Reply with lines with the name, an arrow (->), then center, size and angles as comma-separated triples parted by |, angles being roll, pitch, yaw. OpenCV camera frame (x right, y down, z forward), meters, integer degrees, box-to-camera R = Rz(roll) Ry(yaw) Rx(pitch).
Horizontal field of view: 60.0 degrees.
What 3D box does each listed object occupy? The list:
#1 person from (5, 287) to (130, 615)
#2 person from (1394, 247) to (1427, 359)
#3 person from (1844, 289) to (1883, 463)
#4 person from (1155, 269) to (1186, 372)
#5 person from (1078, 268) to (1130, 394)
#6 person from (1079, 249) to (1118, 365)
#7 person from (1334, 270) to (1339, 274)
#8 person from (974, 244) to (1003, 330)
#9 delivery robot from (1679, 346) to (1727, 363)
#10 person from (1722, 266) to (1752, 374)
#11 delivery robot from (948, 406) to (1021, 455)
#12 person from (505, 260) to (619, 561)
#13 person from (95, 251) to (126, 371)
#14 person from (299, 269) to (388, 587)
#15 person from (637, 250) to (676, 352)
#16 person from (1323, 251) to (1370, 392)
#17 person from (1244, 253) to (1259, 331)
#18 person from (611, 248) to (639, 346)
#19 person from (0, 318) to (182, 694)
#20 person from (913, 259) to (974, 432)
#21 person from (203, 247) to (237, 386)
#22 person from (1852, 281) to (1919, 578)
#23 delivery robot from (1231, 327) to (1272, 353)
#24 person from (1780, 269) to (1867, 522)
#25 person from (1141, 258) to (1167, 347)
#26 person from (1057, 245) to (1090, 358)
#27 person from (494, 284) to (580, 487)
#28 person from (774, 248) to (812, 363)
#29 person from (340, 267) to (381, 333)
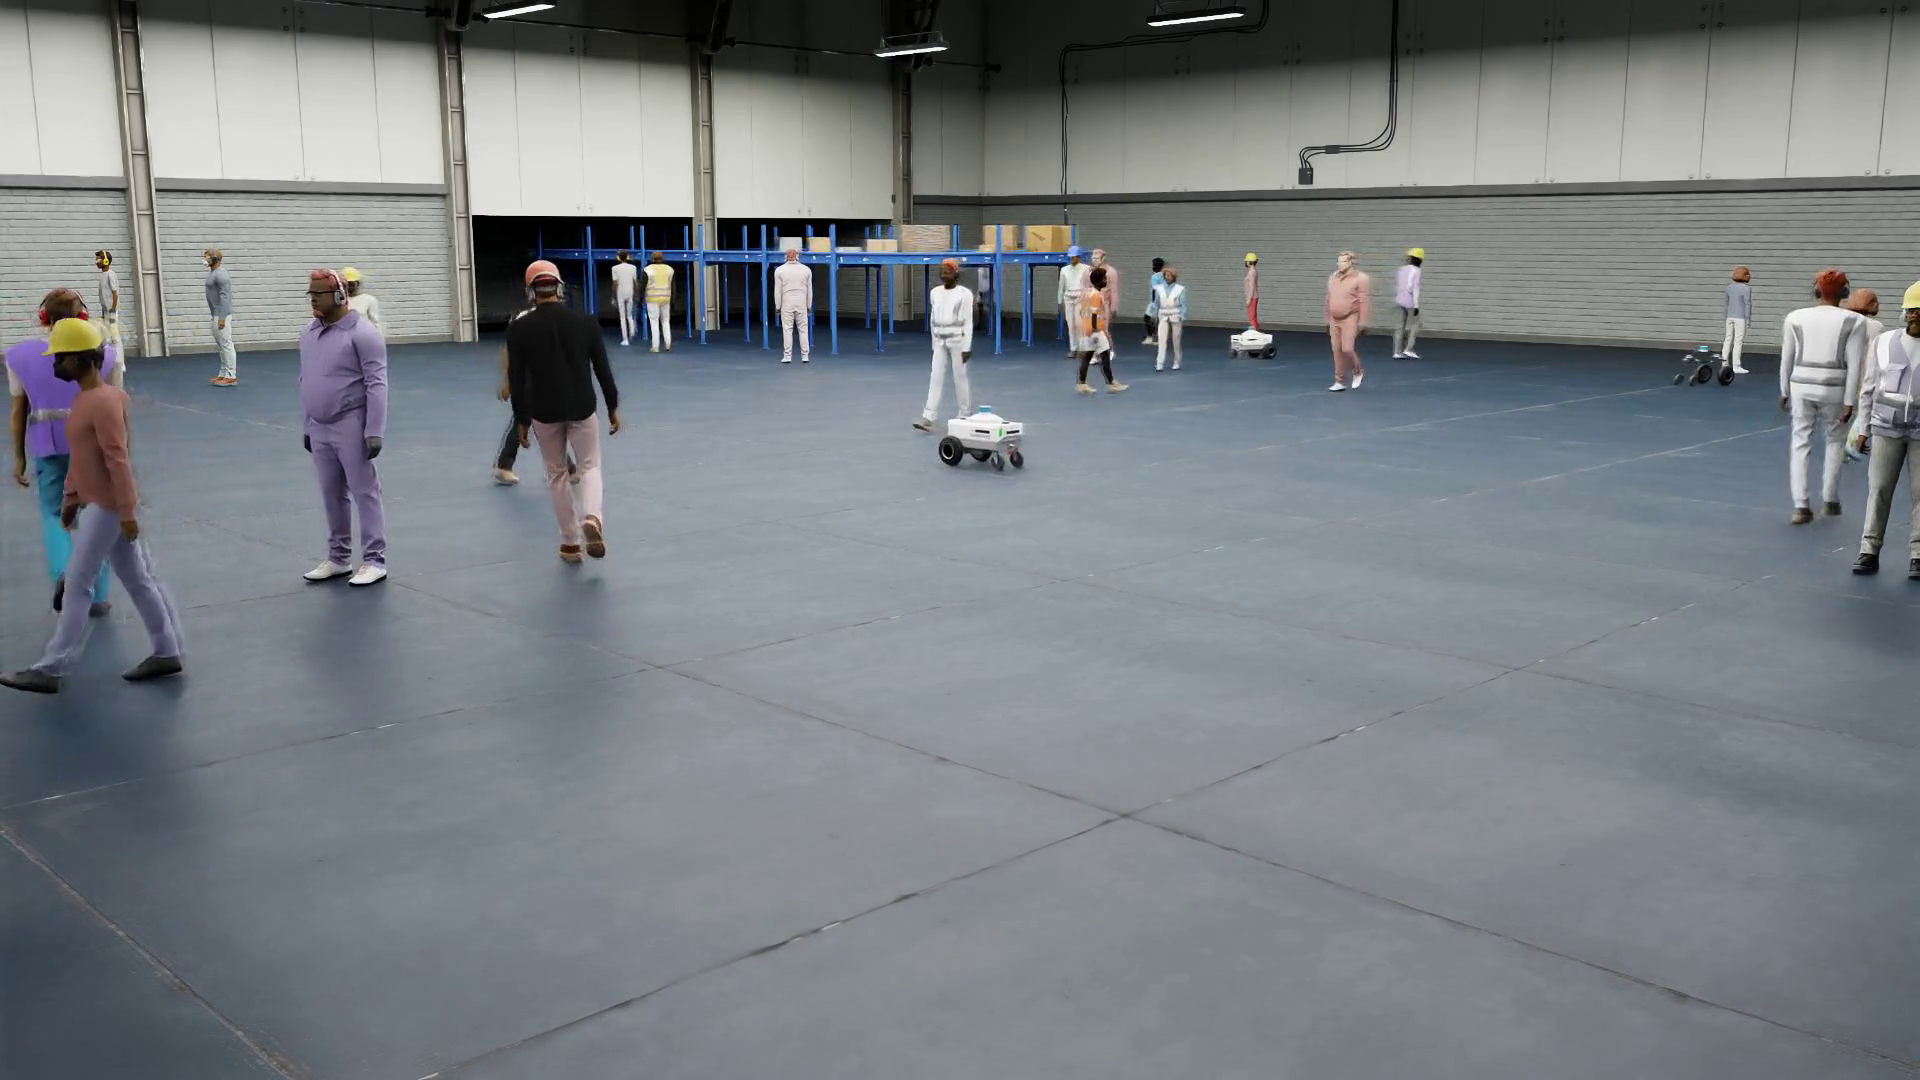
person -> -4.907, -0.476, 9.201 | 0.587, 1.826, 0.451 | -4, 11, -23
person -> 7.697, -4.036, 28.414 | 0.533, 1.894, 0.621 | -3, 11, -18
person -> 8.331, -1.519, 15.470 | 0.366, 1.620, 0.507 | -5, 12, -27
person -> 3.299, -3.450, 26.059 | 0.529, 1.595, 0.847 | 5, 11, 23
person -> 1.929, -2.766, 22.101 | 0.769, 1.663, 0.553 | 0, 10, 0
person -> 2.279, -3.836, 27.366 | 0.639, 1.887, 0.467 | 8, 13, 37
person -> 7.981, -5.040, 34.449 | 0.537, 1.695, 0.320 | 2, 11, 9
person -> 0.615, -5.647, 37.159 | 0.699, 1.924, 0.562 | 10, 14, 43
delivery robot -> 10.600, -2.652, 23.693 | 0.698, 0.223, 0.335 | -4, 11, -21
person -> 11.993, -3.395, 25.653 | 0.269, 1.631, 0.509 | -3, 11, -18
delivery robot -> 0.228, -0.999, 15.390 | 0.707, 0.478, 0.477 | 9, 14, 42
person -> -2.534, -0.808, 10.675 | 0.684, 1.951, 0.722 | -4, 11, -19
person -> -13.271, -3.562, 25.917 | 0.328, 1.872, 0.514 | -9, 14, -41
person -> -3.766, -0.677, 10.087 | 0.644, 1.907, 0.399 | 6, 12, 28
person -> -5.508, -4.338, 30.250 | 0.648, 1.833, 0.488 | -7, 12, -32
person -> 5.208, -2.963, 22.591 | 0.413, 1.896, 0.642 | -8, 13, -37
person -> 5.620, -4.657, 32.167 | 0.315, 1.770, 0.524 | 3, 11, 16
person -> -6.469, -4.681, 32.049 | 0.552, 1.856, 0.403 | -7, 12, -32
person -> -4.100, -0.151, 7.705 | 0.866, 1.724, 0.537 | -7, 13, -34
person -> -0.147, -2.089, 17.923 | 0.605, 1.850, 0.808 | 7, 13, 35
person -> -10.465, -3.154, 23.502 | 0.371, 1.940, 0.627 | -7, 12, -33
person -> 5.905, -0.688, 10.349 | 0.590, 1.833, 0.404 | 8, 13, 36
delivery robot -> 5.033, -3.440, 28.699 | 0.707, 0.478, 0.477 | -6, 12, -28
person -> 6.443, -1.088, 12.443 | 0.593, 1.855, 0.780 | 8, 13, 38
person -> 3.706, -4.549, 31.818 | 0.535, 1.682, 0.546 | 7, 13, 34
person -> 1.974, -4.107, 28.719 | 0.649, 1.929, 0.502 | 5, 11, 24
person -> -3.563, -1.329, 14.046 | 1.047, 1.760, 0.511 | 4, 11, 21
person -> -2.777, -3.899, 27.674 | 0.643, 1.902, 0.400 | -3, 11, -16
person -> -6.896, -2.240, 19.010 | 0.548, 1.751, 0.396 | 0, 10, -2
